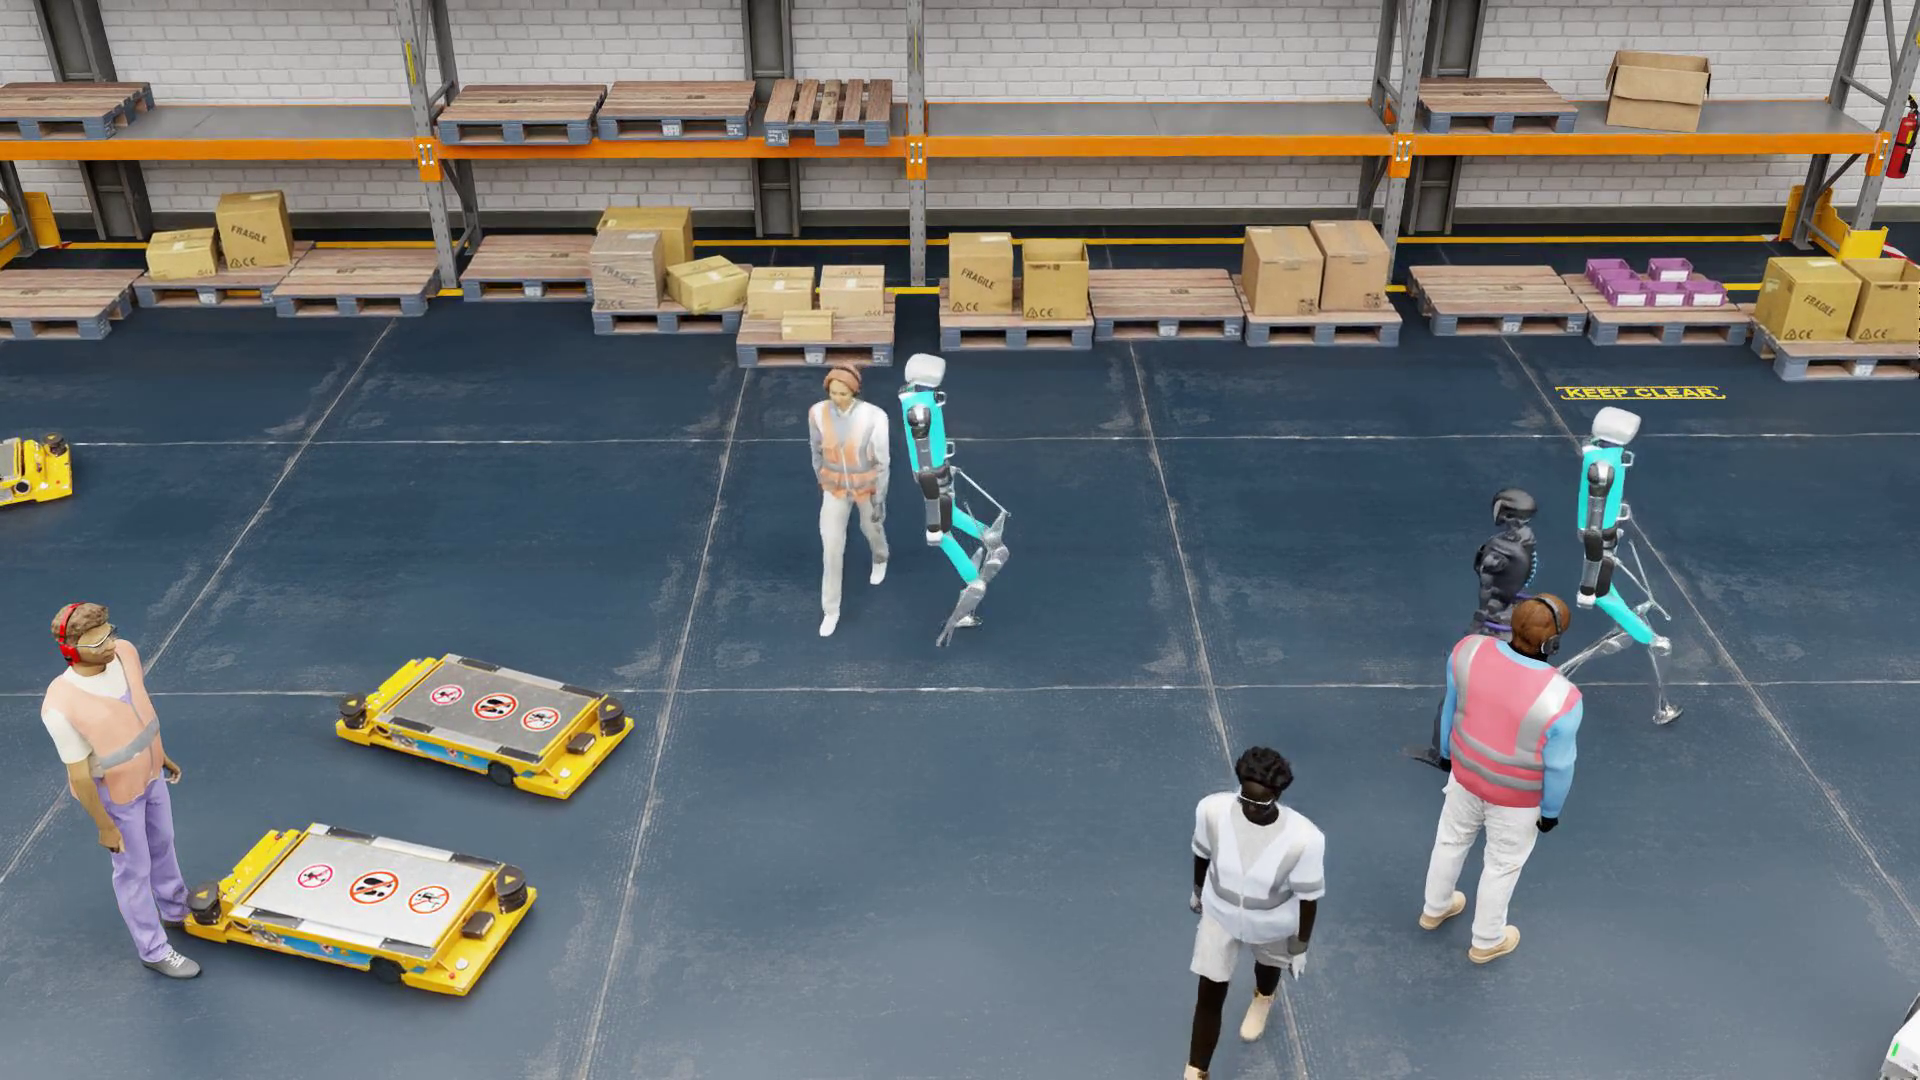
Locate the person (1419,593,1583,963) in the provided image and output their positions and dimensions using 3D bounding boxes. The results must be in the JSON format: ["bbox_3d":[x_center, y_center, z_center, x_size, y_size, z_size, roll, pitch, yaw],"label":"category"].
[{"bbox_3d":[2.345,1.023,7.198,0.431,1.836,0.628,-23,38,-33],"label":"person"}]

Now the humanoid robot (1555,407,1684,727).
[{"bbox_3d":[3.594,0.198,8.703,0.938,1.796,0.545,12,33,20],"label":"humanoid robot"}]

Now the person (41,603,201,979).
[{"bbox_3d":[-3.567,1.056,7.121,0.390,1.846,0.565,2,31,3],"label":"person"}]

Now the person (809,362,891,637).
[{"bbox_3d":[-0.615,-0.312,9.652,0.505,1.605,0.827,6,31,10],"label":"person"}]

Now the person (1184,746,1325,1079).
[{"bbox_3d":[1.132,1.509,6.549,0.549,1.643,0.860,13,33,21],"label":"person"}]

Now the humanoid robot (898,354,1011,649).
[{"bbox_3d":[0.034,-0.180,9.321,0.747,1.823,0.530,1,31,1],"label":"humanoid robot"}]

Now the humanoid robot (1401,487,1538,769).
[{"bbox_3d":[2.647,0.455,8.307,0.610,1.639,0.613,22,37,32],"label":"humanoid robot"}]

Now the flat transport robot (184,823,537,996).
[{"bbox_3d":[-2.748,1.666,7.637,1.431,0.231,0.659,8,32,14],"label":"flat transport robot"}]

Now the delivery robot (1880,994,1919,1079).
[{"bbox_3d":[4.067,2.049,6.740,0.815,0.614,0.499,-23,38,-33],"label":"delivery robot"}]

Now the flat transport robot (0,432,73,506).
[{"bbox_3d":[-6.690,-0.358,11.007,1.431,0.231,0.659,-14,34,-22],"label":"flat transport robot"}]

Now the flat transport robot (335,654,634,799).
[{"bbox_3d":[-2.523,0.956,8.819,1.431,0.231,0.659,12,33,19],"label":"flat transport robot"}]
